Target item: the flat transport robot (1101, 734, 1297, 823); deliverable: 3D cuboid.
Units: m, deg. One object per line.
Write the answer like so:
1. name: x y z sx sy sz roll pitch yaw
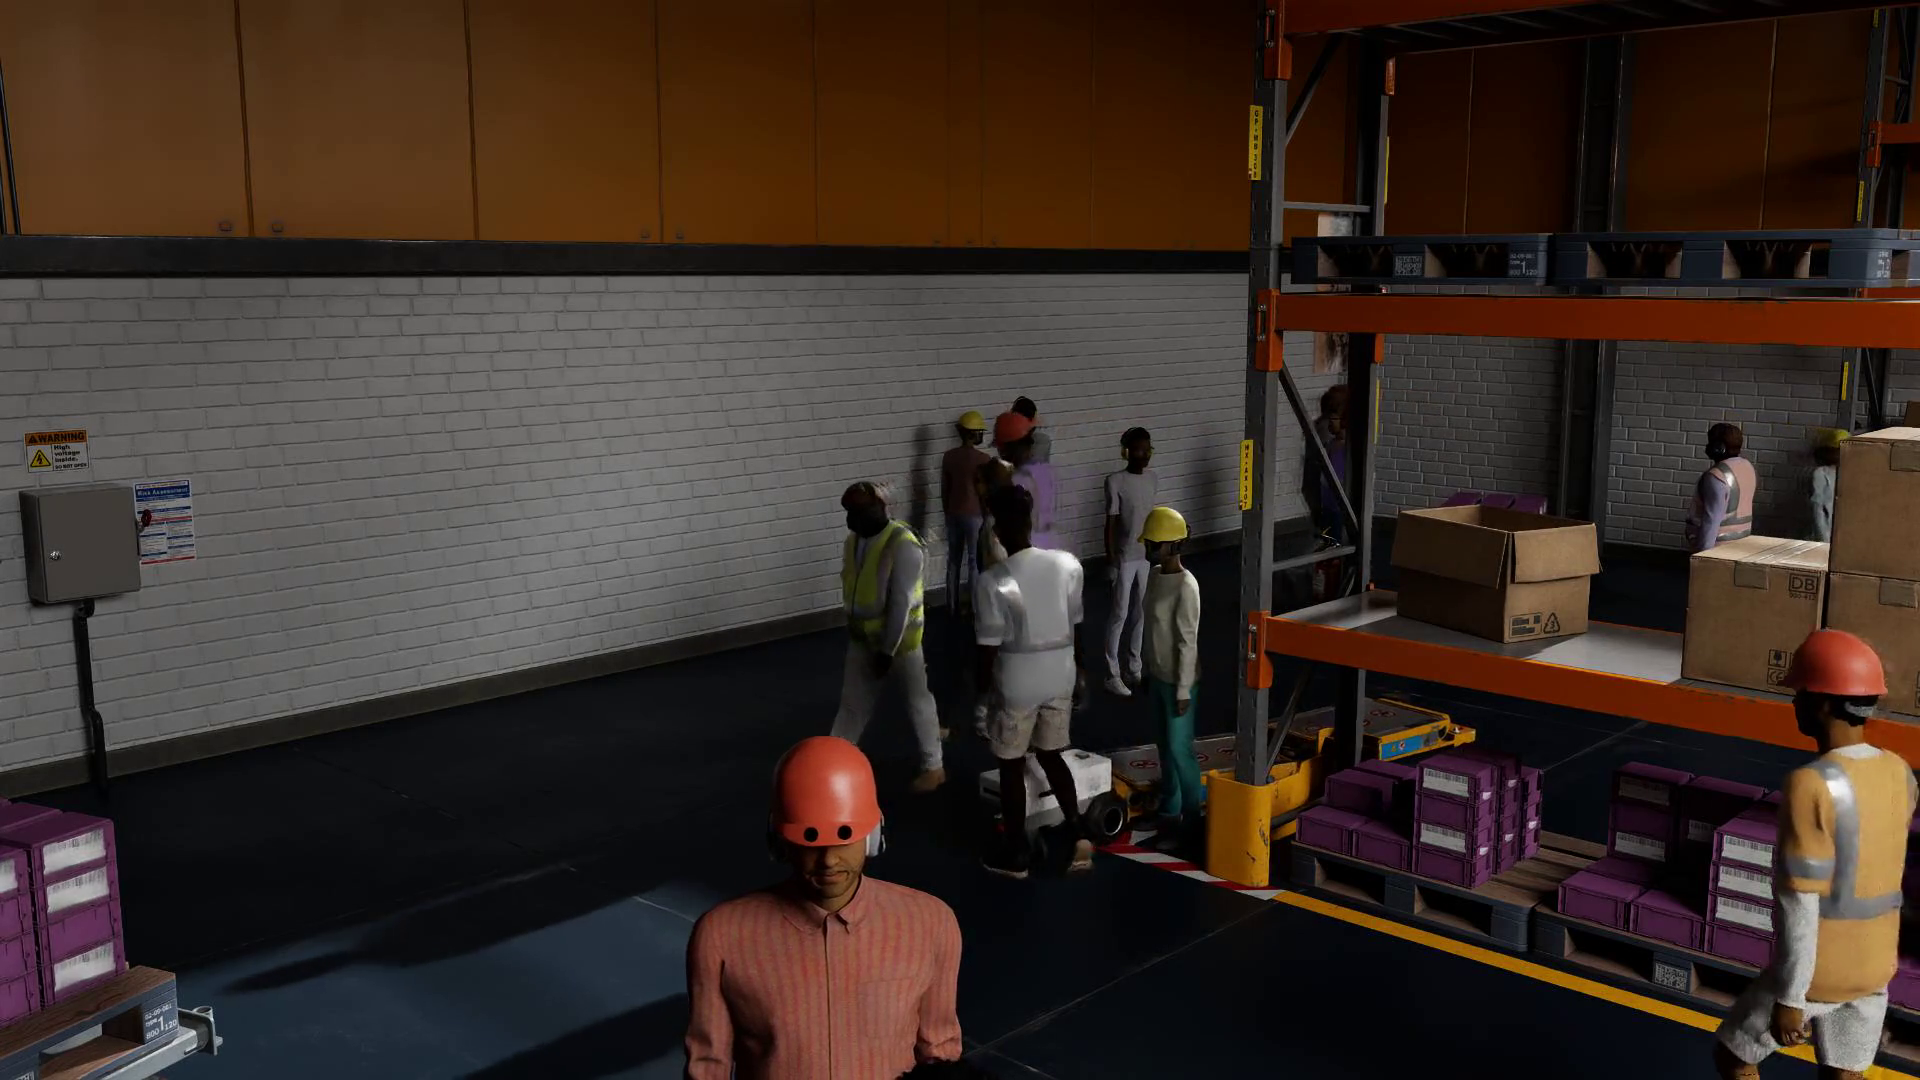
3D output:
1. flat transport robot: 1.210 1.315 9.264 1.431 0.197 0.652 -4 10 -25

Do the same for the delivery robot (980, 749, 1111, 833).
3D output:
1. delivery robot: 0.439 1.253 8.487 0.707 0.478 0.477 -8 12 -40

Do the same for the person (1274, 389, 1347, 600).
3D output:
1. person: 3.136 -0.373 14.574 0.569 1.920 0.633 0 9 1

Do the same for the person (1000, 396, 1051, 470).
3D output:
1. person: 0.539 -0.293 14.230 0.511 1.872 0.328 -5 10 -27

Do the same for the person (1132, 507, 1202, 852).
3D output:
1. person: 1.050 0.703 8.485 0.348 1.761 0.531 -2 10 -14

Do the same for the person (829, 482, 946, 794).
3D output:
1. person: -0.482 0.567 9.189 0.989 1.775 0.614 -9 13 -43

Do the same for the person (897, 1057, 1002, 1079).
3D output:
1. person: -0.009 1.663 2.759 0.318 1.699 0.533 2 9 11

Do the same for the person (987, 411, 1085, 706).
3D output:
1. person: 0.475 0.146 11.098 0.575 2.011 0.632 3 10 19

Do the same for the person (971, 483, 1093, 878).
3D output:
1. person: 0.365 0.702 7.924 0.676 1.943 0.597 -6 11 -33

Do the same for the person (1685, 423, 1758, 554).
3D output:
1. person: 5.498 0.069 12.098 0.627 1.844 0.429 -9 13 -43

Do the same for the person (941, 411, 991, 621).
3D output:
1. person: 0.074 -0.200 13.989 0.526 1.765 0.329 8 12 39

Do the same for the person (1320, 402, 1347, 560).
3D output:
1. person: 3.198 -0.231 13.932 0.378 1.841 0.569 -2 9 -11

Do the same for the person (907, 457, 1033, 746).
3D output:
1. person: 0.154 0.390 10.259 0.946 1.798 0.522 4 10 23

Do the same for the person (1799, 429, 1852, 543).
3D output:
1. person: 6.838 -0.049 13.253 0.496 1.702 0.895 -5 10 -26

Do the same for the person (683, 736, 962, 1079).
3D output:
1. person: -0.283 1.384 3.565 0.612 1.995 0.377 -2 10 -15

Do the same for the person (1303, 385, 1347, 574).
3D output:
1. person: 3.592 -0.565 15.952 0.813 1.851 0.601 8 12 41

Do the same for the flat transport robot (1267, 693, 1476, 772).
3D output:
1. flat transport robot: 2.420 1.180 10.086 1.431 0.197 0.652 -7 12 -37

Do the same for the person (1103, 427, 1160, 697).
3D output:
1. person: 1.209 0.145 11.566 0.533 1.864 0.311 -8 12 -40

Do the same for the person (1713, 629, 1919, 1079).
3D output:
1. person: 2.475 1.206 4.892 0.584 1.913 0.629 -5 11 -30
